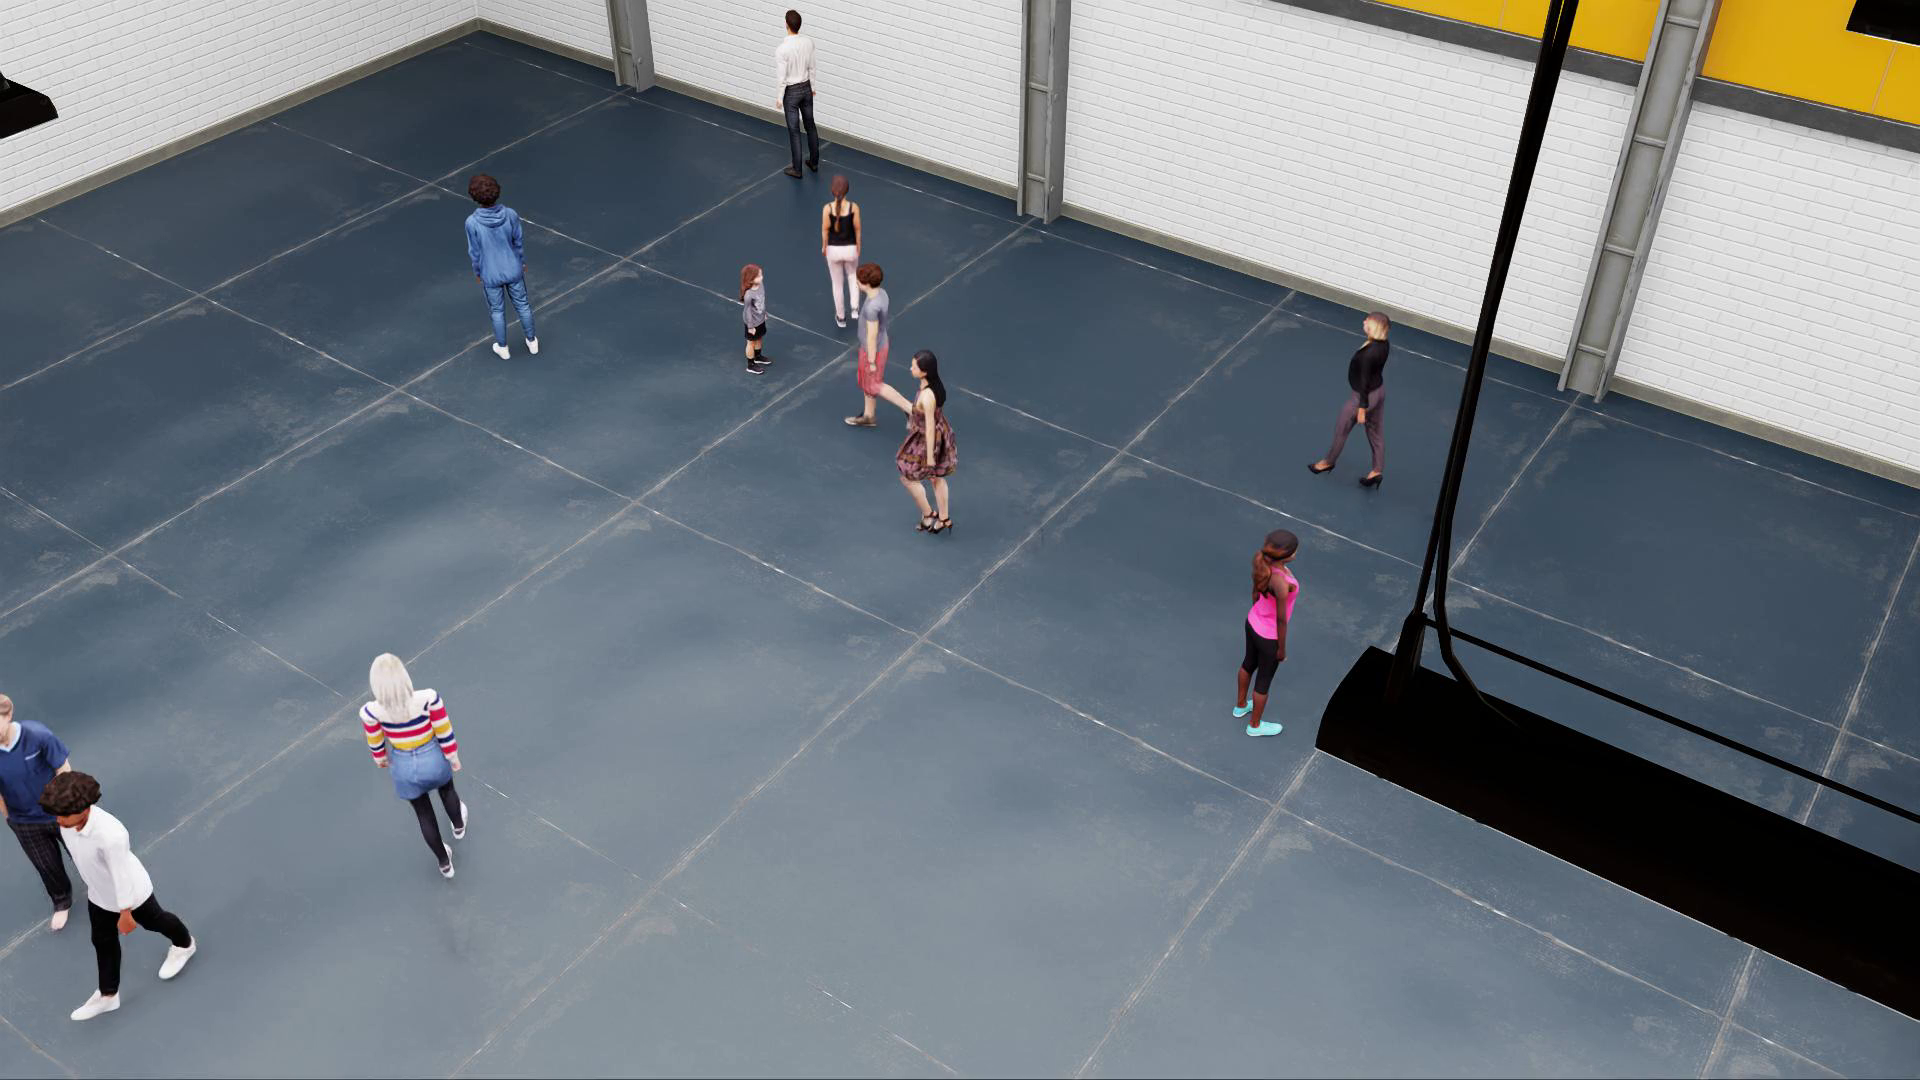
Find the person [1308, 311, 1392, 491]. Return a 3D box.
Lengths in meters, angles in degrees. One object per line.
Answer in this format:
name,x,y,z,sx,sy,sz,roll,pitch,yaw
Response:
person,3.434,-1.100,13.718,0.842,1.647,0.608,24,45,27

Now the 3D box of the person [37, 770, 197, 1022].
person,-4.891,1.979,9.761,0.987,1.774,0.806,17,42,20

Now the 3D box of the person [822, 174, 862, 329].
person,-1.109,-2.711,15.810,0.661,1.554,0.720,-8,39,-10

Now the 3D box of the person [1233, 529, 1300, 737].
person,2.107,0.629,11.490,0.721,1.725,0.650,-10,40,-13

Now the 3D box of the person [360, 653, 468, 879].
person,-3.380,1.457,10.400,0.909,1.794,0.980,-10,40,-12

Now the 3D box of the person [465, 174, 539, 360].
person,-4.243,-2.519,15.370,0.754,1.803,0.752,-15,41,-18

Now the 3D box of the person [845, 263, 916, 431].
person,-0.665,-1.636,14.402,1.043,1.633,0.846,6,39,7

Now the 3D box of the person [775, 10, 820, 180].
person,-1.780,-4.908,18.308,0.707,1.871,0.629,-28,46,-30

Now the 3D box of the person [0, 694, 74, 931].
person,-5.581,1.614,10.143,0.752,1.869,0.779,-11,40,-14

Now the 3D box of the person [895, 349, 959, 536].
person,-0.155,-0.741,13.179,0.836,1.759,0.773,8,39,10

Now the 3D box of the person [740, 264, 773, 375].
person,-1.903,-2.070,15.368,0.507,1.105,0.508,13,40,15
